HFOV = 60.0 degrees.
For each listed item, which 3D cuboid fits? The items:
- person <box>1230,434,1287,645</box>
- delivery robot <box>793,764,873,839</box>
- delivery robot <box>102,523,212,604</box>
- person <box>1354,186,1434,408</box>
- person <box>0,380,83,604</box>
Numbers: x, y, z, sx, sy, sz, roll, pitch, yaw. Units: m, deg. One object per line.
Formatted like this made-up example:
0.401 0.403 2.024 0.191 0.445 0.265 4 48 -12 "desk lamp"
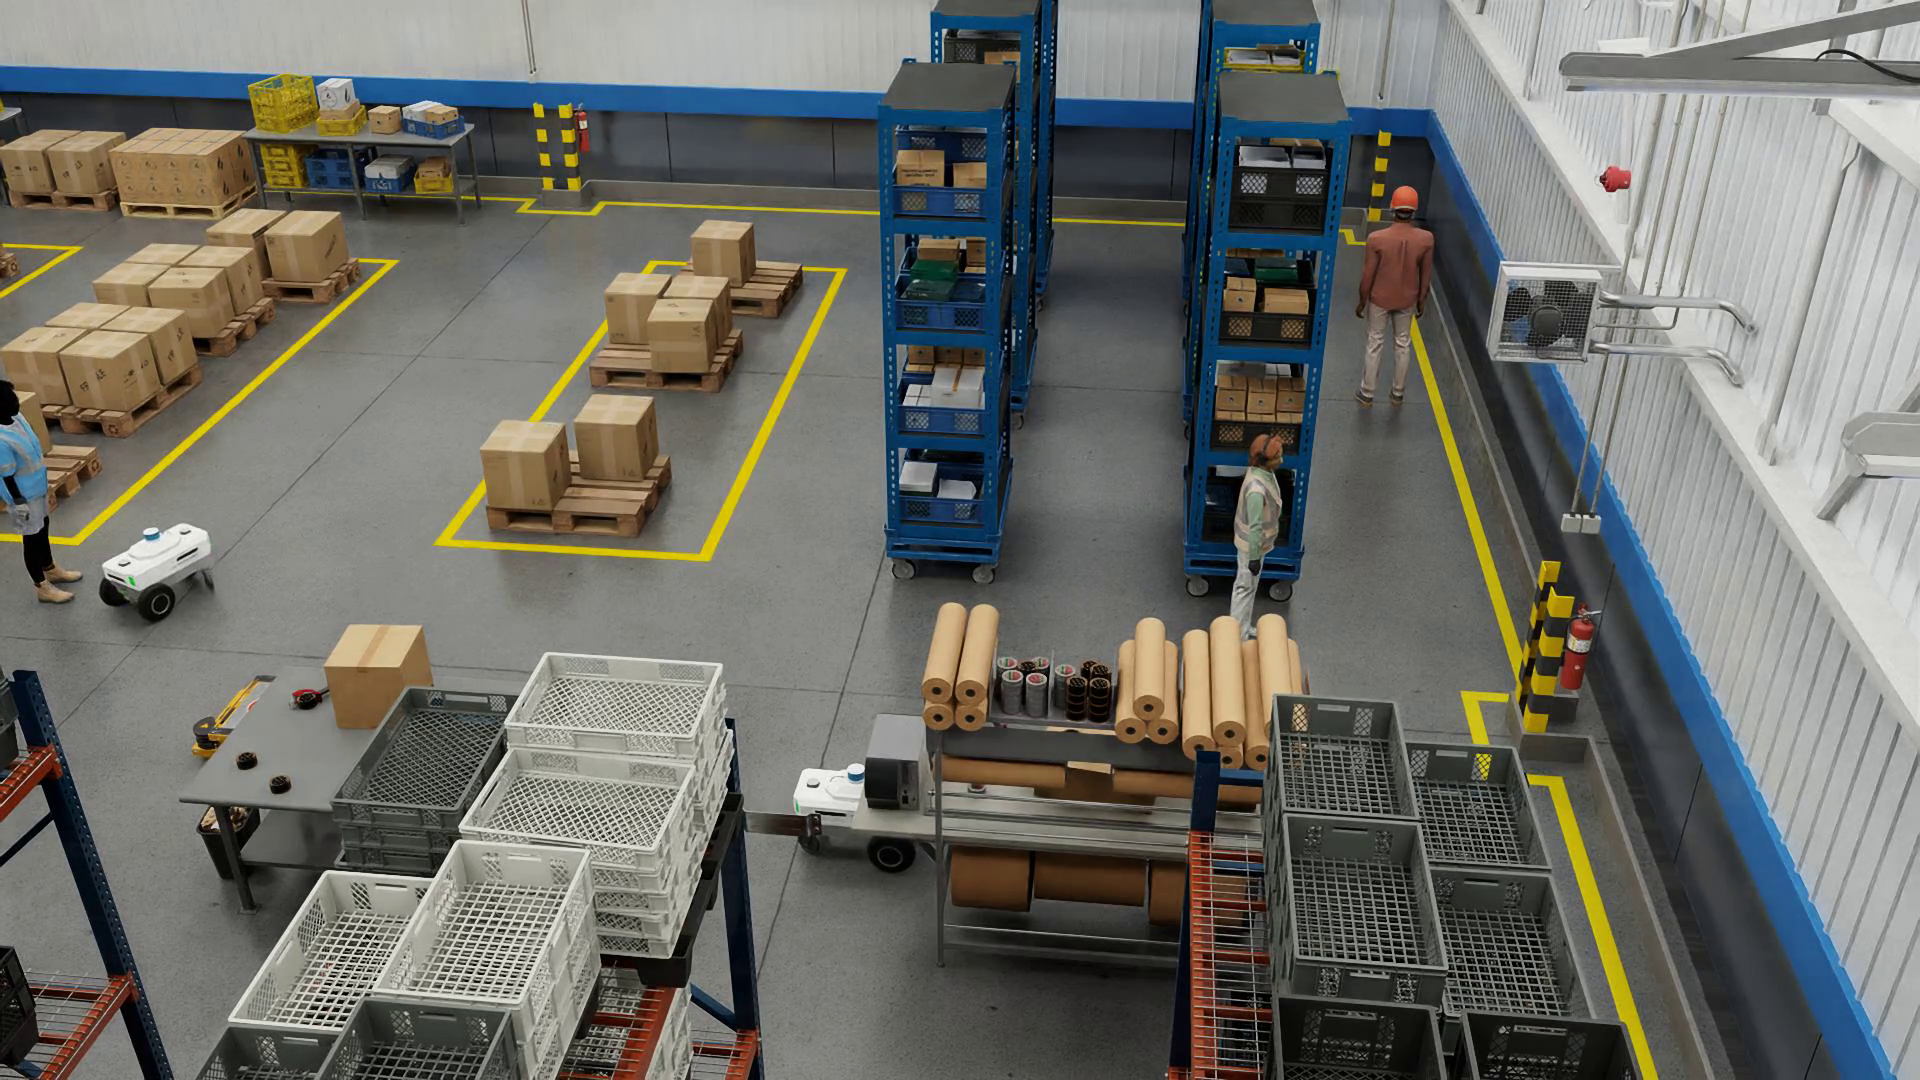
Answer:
1.996 0.029 11.246 0.308 1.636 0.524 6 31 10 "person"
-0.599 1.520 9.666 0.707 0.478 0.477 4 31 7 "delivery robot"
-5.799 0.141 12.035 0.477 0.478 0.707 15 34 24 "delivery robot"
3.789 -2.127 14.599 0.623 1.992 0.396 -1 30 -2 "person"
-6.641 -0.355 11.846 0.315 1.696 0.541 -6 31 -11 "person"
